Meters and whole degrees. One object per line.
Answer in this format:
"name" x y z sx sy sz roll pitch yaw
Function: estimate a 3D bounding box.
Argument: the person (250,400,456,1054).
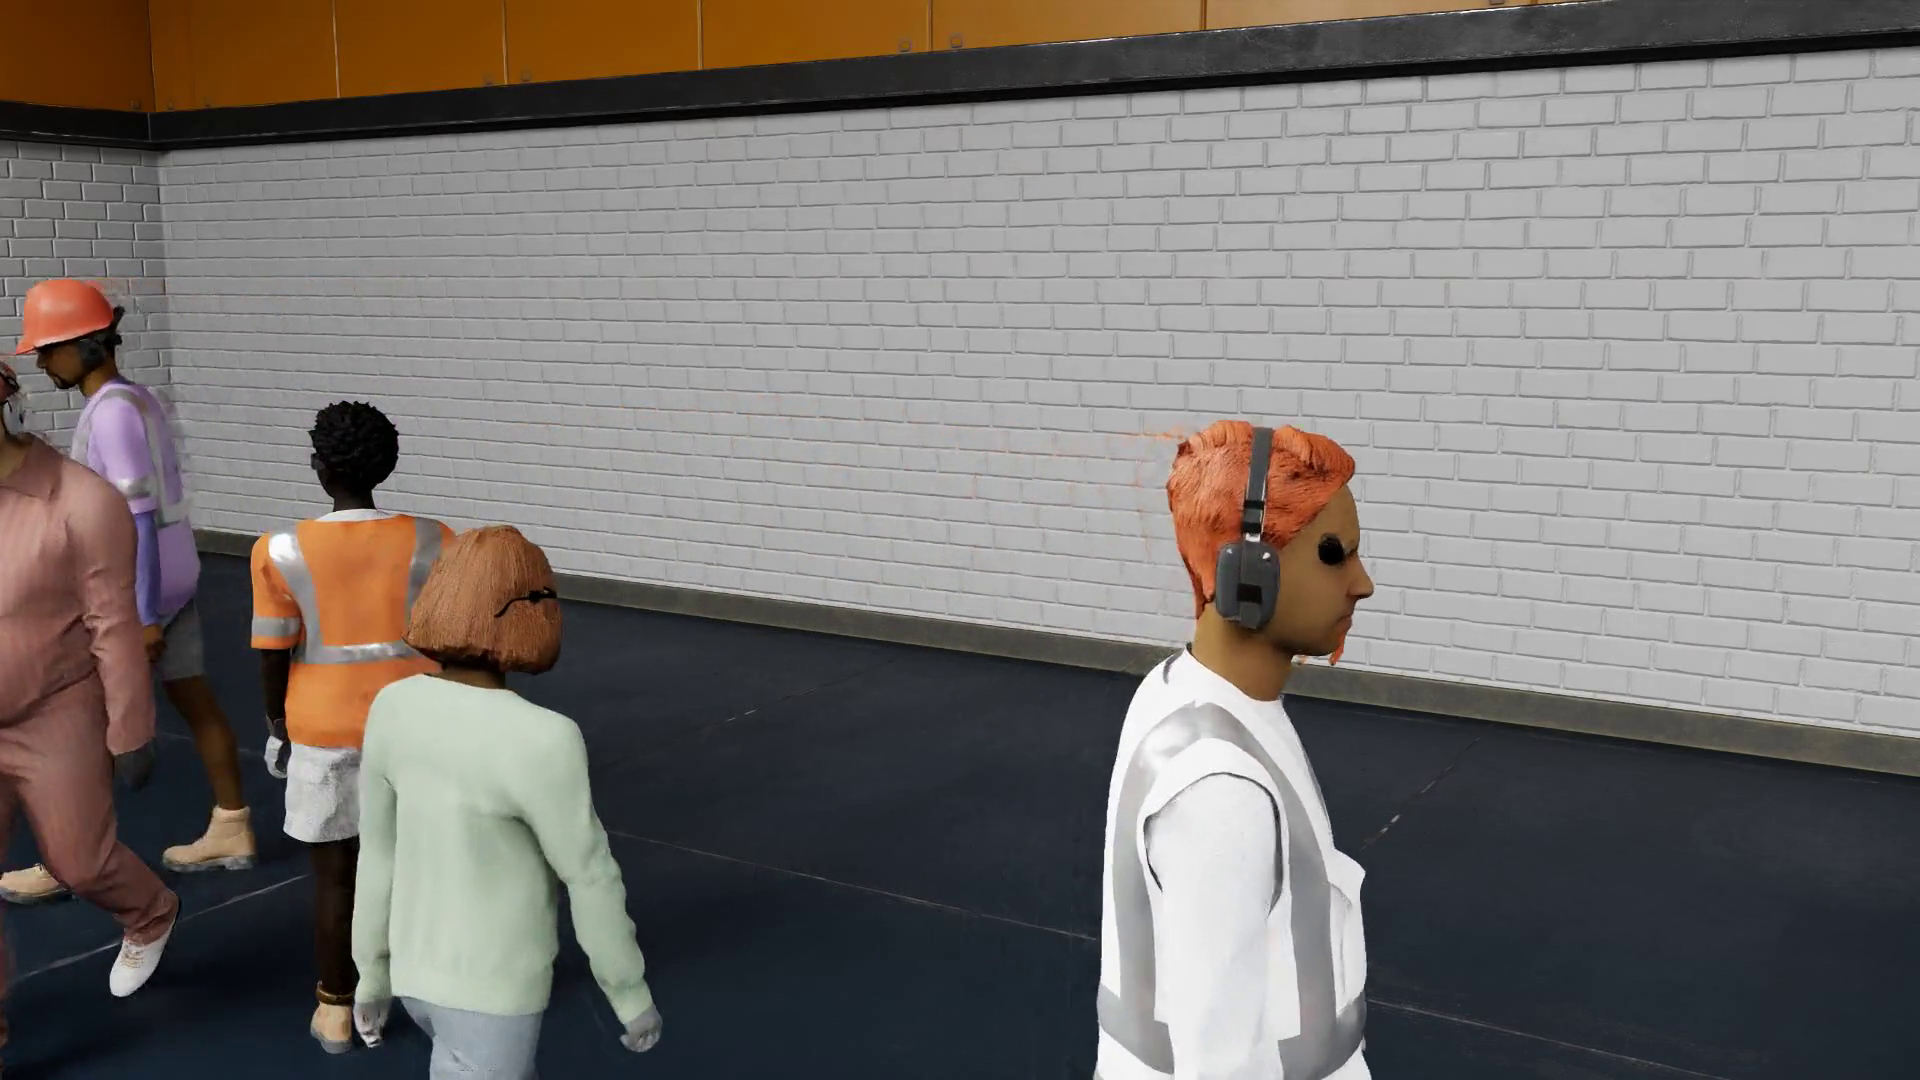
"person" -1.547 0.486 4.350 0.541 1.699 0.315 -4 10 -25

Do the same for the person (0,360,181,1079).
"person" -2.345 0.430 4.217 0.654 1.868 0.868 0 9 -3

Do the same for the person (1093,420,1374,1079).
"person" 0.266 0.775 2.066 0.842 1.858 0.586 2 9 9

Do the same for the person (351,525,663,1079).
"person" -0.768 0.767 2.918 0.510 1.587 0.874 7 12 38

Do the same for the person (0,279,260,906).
"person" -2.784 0.166 5.401 0.902 1.991 0.647 -3 10 -18
